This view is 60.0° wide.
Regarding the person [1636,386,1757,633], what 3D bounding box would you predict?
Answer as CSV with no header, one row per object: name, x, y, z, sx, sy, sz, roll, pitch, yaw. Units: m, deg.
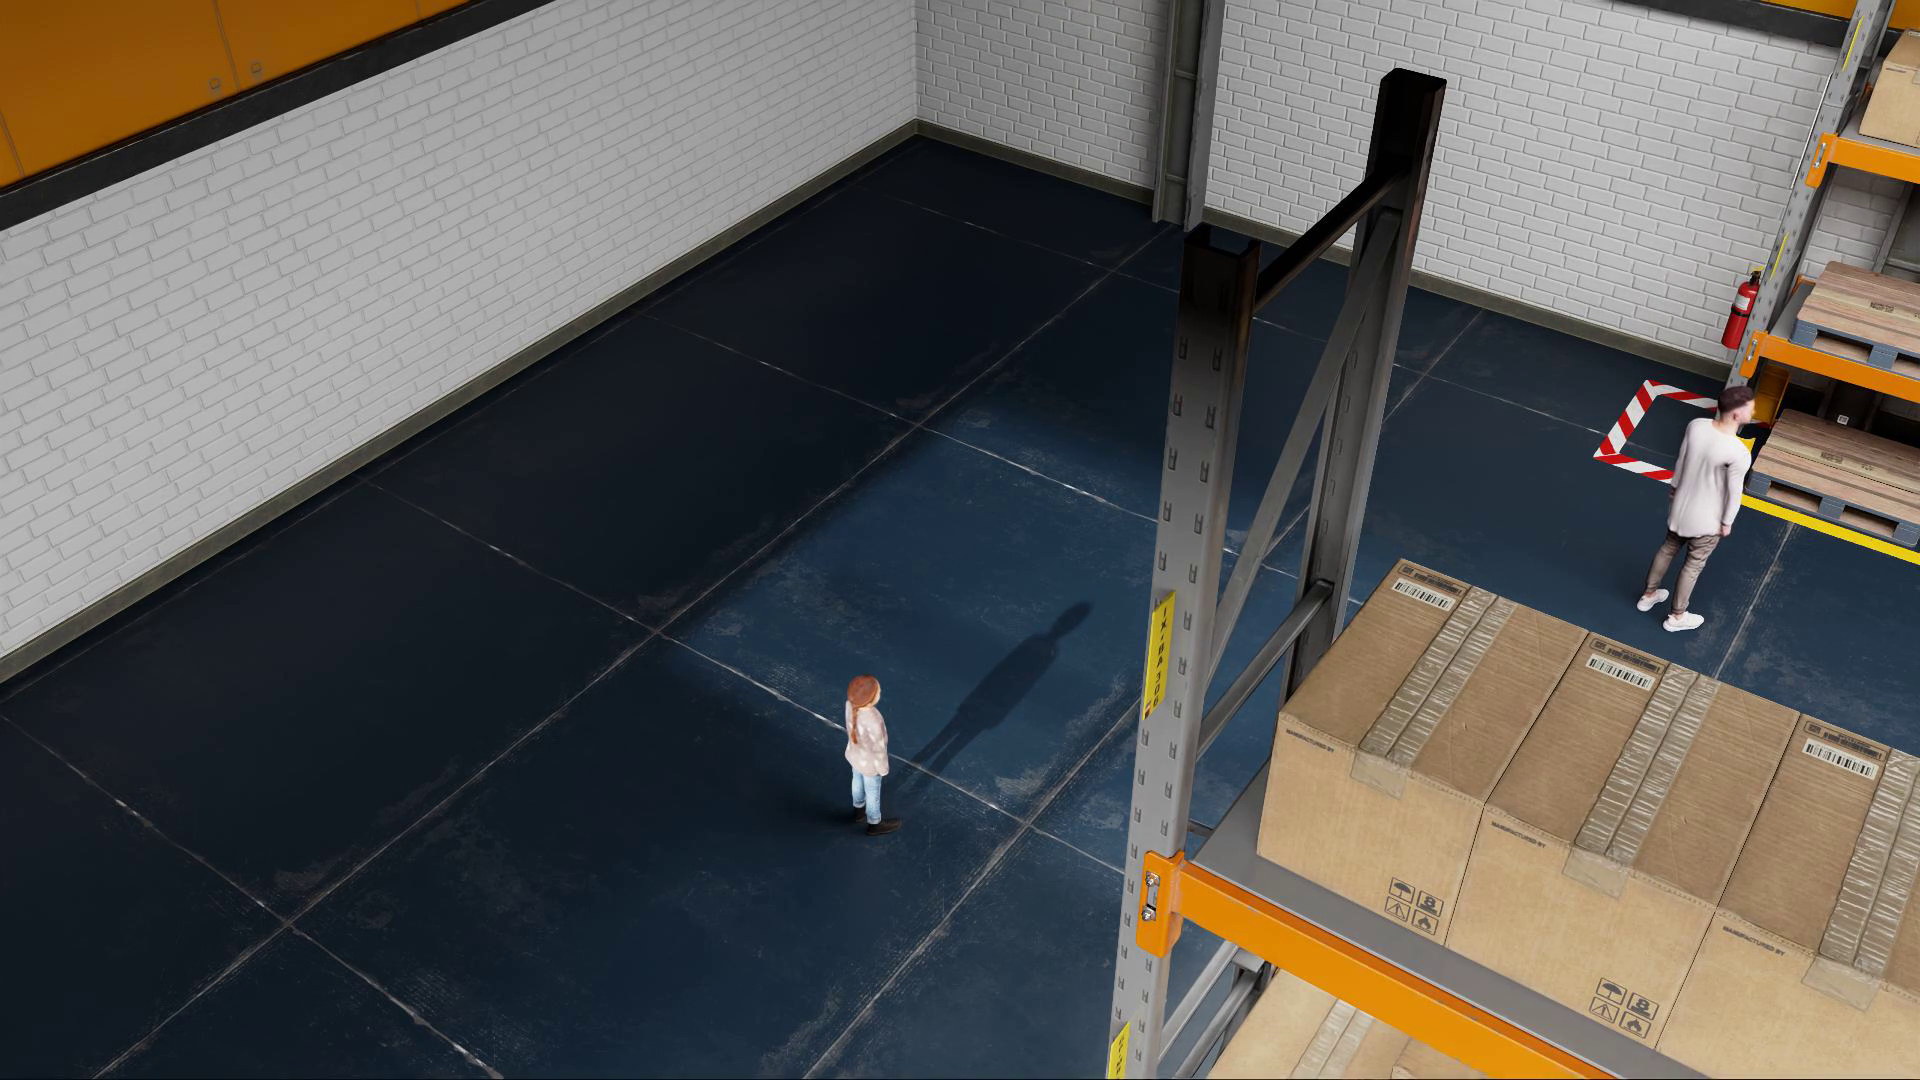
person,4.822,-0.220,10.837,0.805,1.838,0.672,-16,41,-19

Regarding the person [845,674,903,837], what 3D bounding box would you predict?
person,-0.539,1.224,9.545,0.594,1.194,0.486,-25,45,-28
